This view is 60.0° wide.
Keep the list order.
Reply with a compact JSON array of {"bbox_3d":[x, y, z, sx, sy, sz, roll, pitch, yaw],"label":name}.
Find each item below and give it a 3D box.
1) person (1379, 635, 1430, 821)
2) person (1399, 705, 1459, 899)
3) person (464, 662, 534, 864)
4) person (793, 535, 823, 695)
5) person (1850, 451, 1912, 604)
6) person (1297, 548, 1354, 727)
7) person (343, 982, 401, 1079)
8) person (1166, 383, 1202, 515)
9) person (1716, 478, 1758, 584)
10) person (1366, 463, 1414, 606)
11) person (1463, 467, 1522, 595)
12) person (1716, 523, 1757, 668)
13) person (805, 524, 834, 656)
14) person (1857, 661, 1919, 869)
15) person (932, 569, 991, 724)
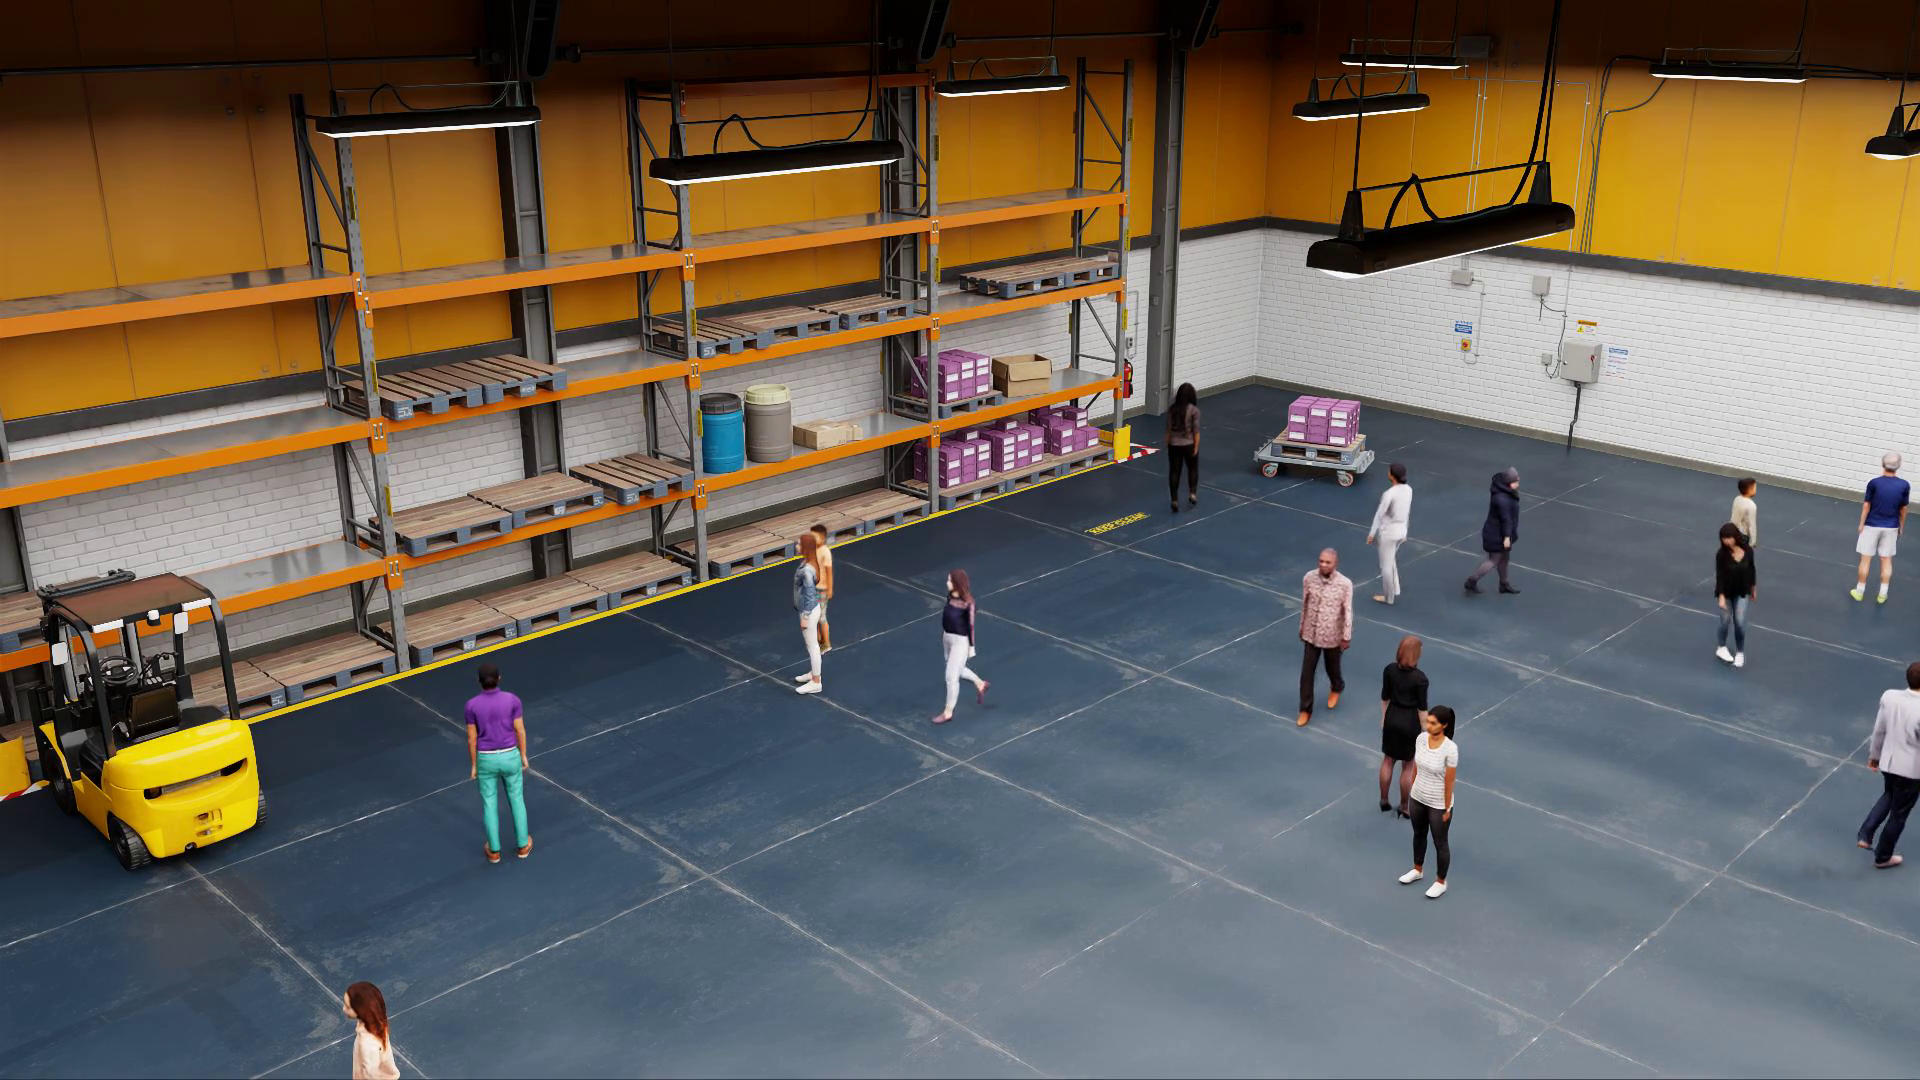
[{"bbox_3d":[3.896,1.643,14.643,0.484,1.704,0.581,-17,25,-42],"label":"person"},{"bbox_3d":[3.822,2.084,13.432,0.554,1.641,0.591,-12,22,-32],"label":"person"},{"bbox_3d":[-3.872,1.847,13.937,0.631,1.767,0.764,-6,20,-18],"label":"person"},{"bbox_3d":[-1.561,0.750,17.296,0.723,1.703,0.687,-2,19,-5],"label":"person"},{"bbox_3d":[10.961,-0.161,19.795,0.715,1.835,0.709,5,19,15],"label":"person"},{"bbox_3d":[3.672,0.918,16.659,0.921,1.791,1.238,10,21,26],"label":"person"},{"bbox_3d":[-3.517,3.310,10.042,0.614,1.481,0.626,-7,20,-20],"label":"person"},{"bbox_3d":[3.055,-1.240,23.019,0.840,1.822,0.939,6,20,18],"label":"person"},{"bbox_3d":[9.322,-0.040,20.034,0.702,1.453,0.665,-3,19,-10],"label":"person"},{"bbox_3d":[5.161,-0.053,19.647,0.565,1.725,0.726,-15,24,-37],"label":"person"},{"bbox_3d":[6.379,-0.090,19.882,1.036,1.645,1.018,3,19,9],"label":"person"},{"bbox_3d":[8.382,0.564,18.012,0.833,1.600,0.887,-1,19,-3],"label":"person"},{"bbox_3d":[-1.525,0.510,18.396,0.560,1.456,0.556,-15,24,-38],"label":"person"},{"bbox_3d":[7.728,1.878,13.737,0.804,1.838,0.792,-7,20,-19],"label":"person"},{"bbox_3d":[0.024,1.042,16.605,1.021,1.591,0.752,-11,22,-30],"label":"person"}]
